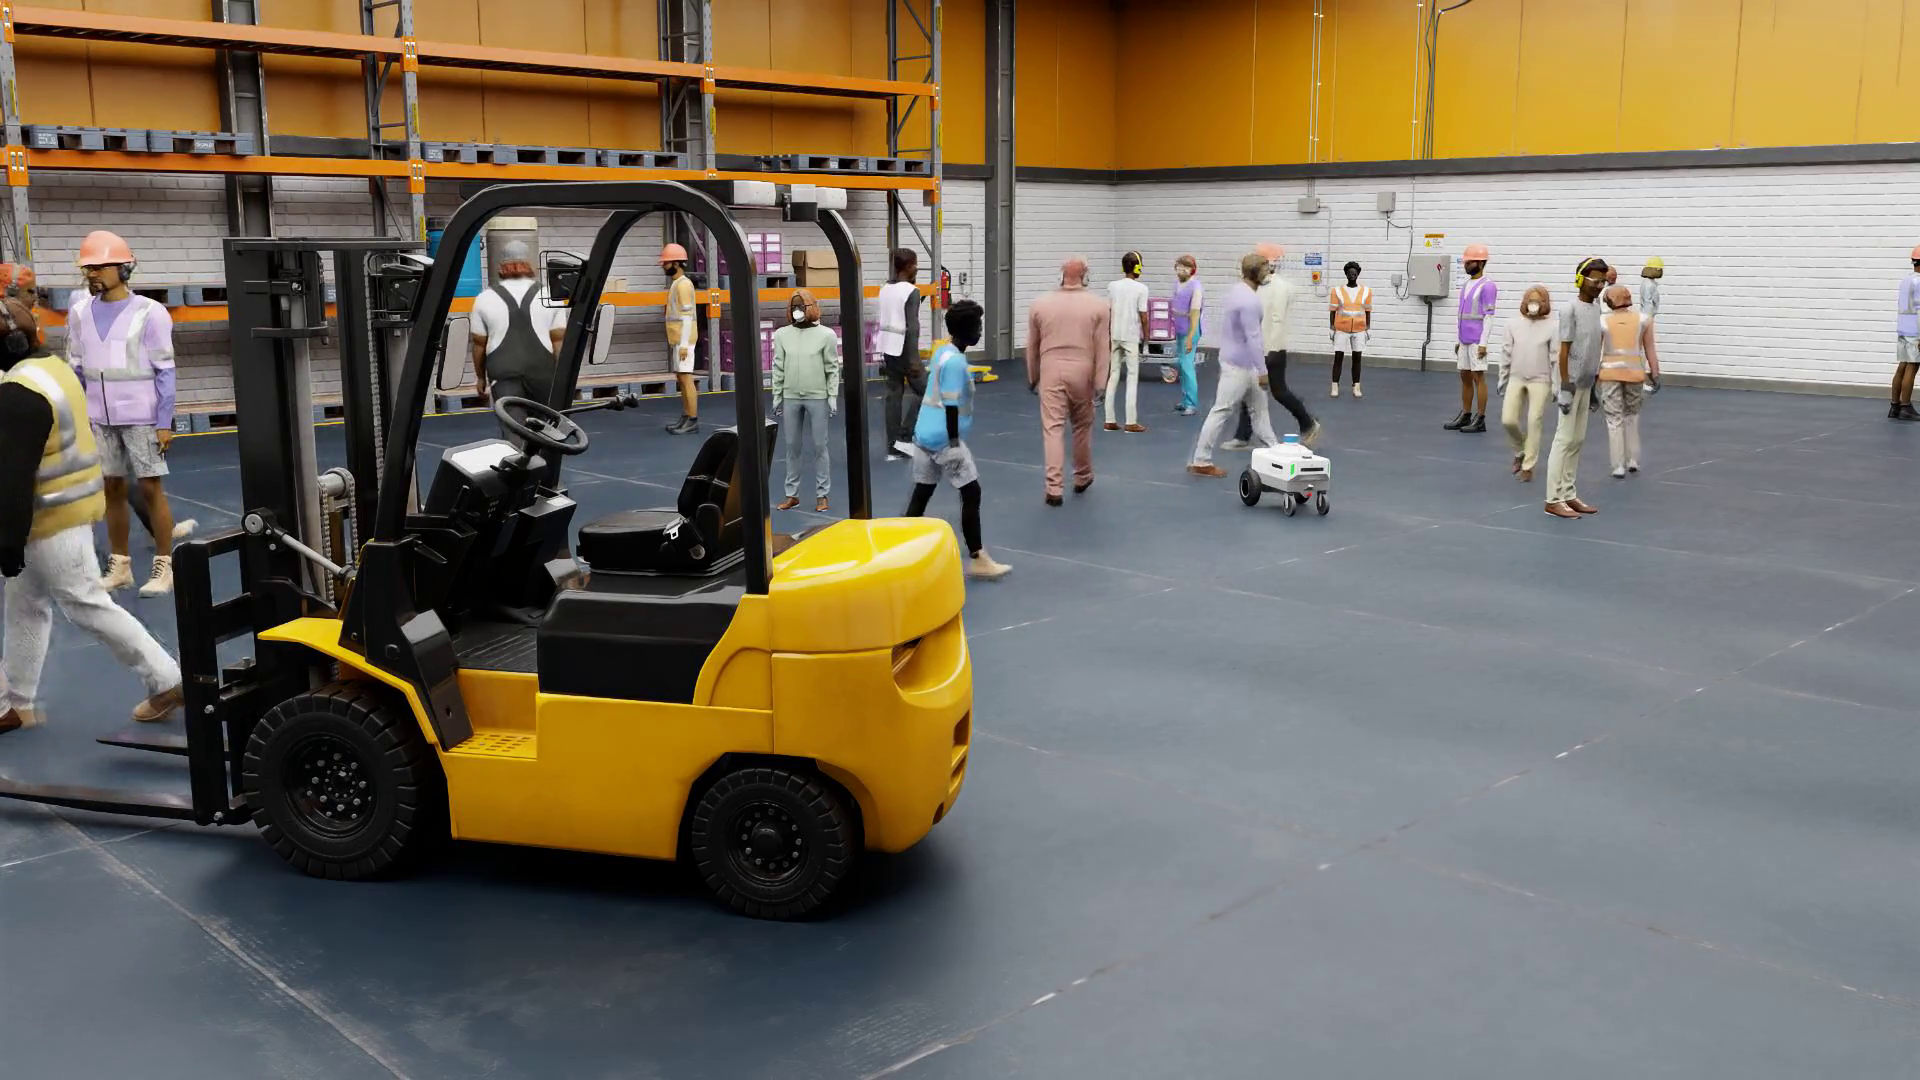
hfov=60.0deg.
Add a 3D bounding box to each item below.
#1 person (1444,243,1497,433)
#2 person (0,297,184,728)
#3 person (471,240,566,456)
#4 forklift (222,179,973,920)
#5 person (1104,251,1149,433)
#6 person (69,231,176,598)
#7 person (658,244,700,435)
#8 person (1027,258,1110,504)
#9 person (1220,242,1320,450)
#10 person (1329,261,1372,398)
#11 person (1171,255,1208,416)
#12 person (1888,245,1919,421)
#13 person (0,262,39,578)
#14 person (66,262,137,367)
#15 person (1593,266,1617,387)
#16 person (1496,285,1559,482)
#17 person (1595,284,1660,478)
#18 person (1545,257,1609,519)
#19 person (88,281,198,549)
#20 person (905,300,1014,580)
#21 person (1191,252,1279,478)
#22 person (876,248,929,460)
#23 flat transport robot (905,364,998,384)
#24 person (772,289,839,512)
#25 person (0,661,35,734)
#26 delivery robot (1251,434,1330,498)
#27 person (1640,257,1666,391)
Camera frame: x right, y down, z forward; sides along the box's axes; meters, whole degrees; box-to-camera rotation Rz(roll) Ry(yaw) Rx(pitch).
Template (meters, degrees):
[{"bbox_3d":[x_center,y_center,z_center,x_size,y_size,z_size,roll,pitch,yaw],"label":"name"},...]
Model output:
[{"bbox_3d":[5.267,-2.070,17.131,0.368,1.934,0.559,-3,11,-14],"label":"person"},{"bbox_3d":[-3.616,-0.084,6.718,0.917,1.795,0.675,-3,11,-17],"label":"person"},{"bbox_3d":[-3.348,-1.308,12.675,0.693,2.000,1.033,-3,11,-13],"label":"person"},{"bbox_3d":[-1.114,-0.058,5.440,2.313,2.155,1.214,2,11,13],"label":"forklift"},{"bbox_3d":[1.717,-2.038,17.173,0.515,1.862,0.359,8,13,38],"label":"person"},{"bbox_3d":[-4.682,-0.688,9.292,0.607,2.044,0.378,1,10,8],"label":"person"},{"bbox_3d":[-2.866,-2.038,16.940,0.373,1.934,0.551,-3,11,-16],"label":"person"},{"bbox_3d":[0.825,-1.220,12.744,0.659,1.840,1.022,2,11,11],"label":"person"},{"bbox_3d":[2.966,-1.816,15.663,0.922,1.967,0.607,-4,11,-19],"label":"person"},{"bbox_3d":[4.872,-2.621,20.776,0.541,1.695,0.316,1,10,4],"label":"person"},{"bbox_3d":[2.545,-2.309,18.790,0.411,1.802,0.742,-2,11,-13],"label":"person"},{"bbox_3d":[10.485,-2.277,18.242,0.356,1.936,0.551,2,10,8],"label":"person"},{"bbox_3d":[-5.503,-0.696,9.822,0.694,1.859,0.616,-5,11,-25],"label":"person"},{"bbox_3d":[-7.438,-1.567,14.546,0.698,1.865,0.610,7,12,32],"label":"person"},{"bbox_3d":[8.173,-2.651,21.082,0.515,1.645,0.308,1,10,6],"label":"person"},{"bbox_3d":[4.676,-1.284,13.676,0.526,1.619,0.354,7,12,33],"label":"person"},{"bbox_3d":[5.569,-1.340,14.002,0.582,1.606,0.565,2,11,10],"label":"person"},{"bbox_3d":[4.478,-1.095,12.005,0.521,1.865,0.336,-10,14,-43],"label":"person"},{"bbox_3d":[-5.422,-0.783,10.508,0.950,1.780,0.519,-5,12,-25],"label":"person"},{"bbox_3d":[-0.022,-0.580,9.775,0.699,1.645,0.550,-1,10,-8],"label":"person"},{"bbox_3d":[2.412,-1.437,13.816,1.015,1.877,0.650,1,10,5],"label":"person"},{"bbox_3d":[-0.494,-1.660,14.960,0.496,1.901,0.626,-7,13,-34],"label":"person"},{"bbox_3d":[-0.196,-2.260,22.699,0.652,0.197,1.431,10,14,42],"label":"flat transport robot"},{"bbox_3d":[-1.139,-1.022,12.228,0.509,1.632,0.269,2,11,13],"label":"person"},{"bbox_3d":[-4.120,-0.137,6.668,0.643,1.905,0.399,-1,10,-6],"label":"person"},{"bbox_3d":[2.437,-0.537,12.272,0.477,0.478,0.707,-3,11,-15],"label":"delivery robot"},{"bbox_3d":[9.019,-2.829,21.790,0.321,1.741,0.489,3,11,18],"label":"person"}]
